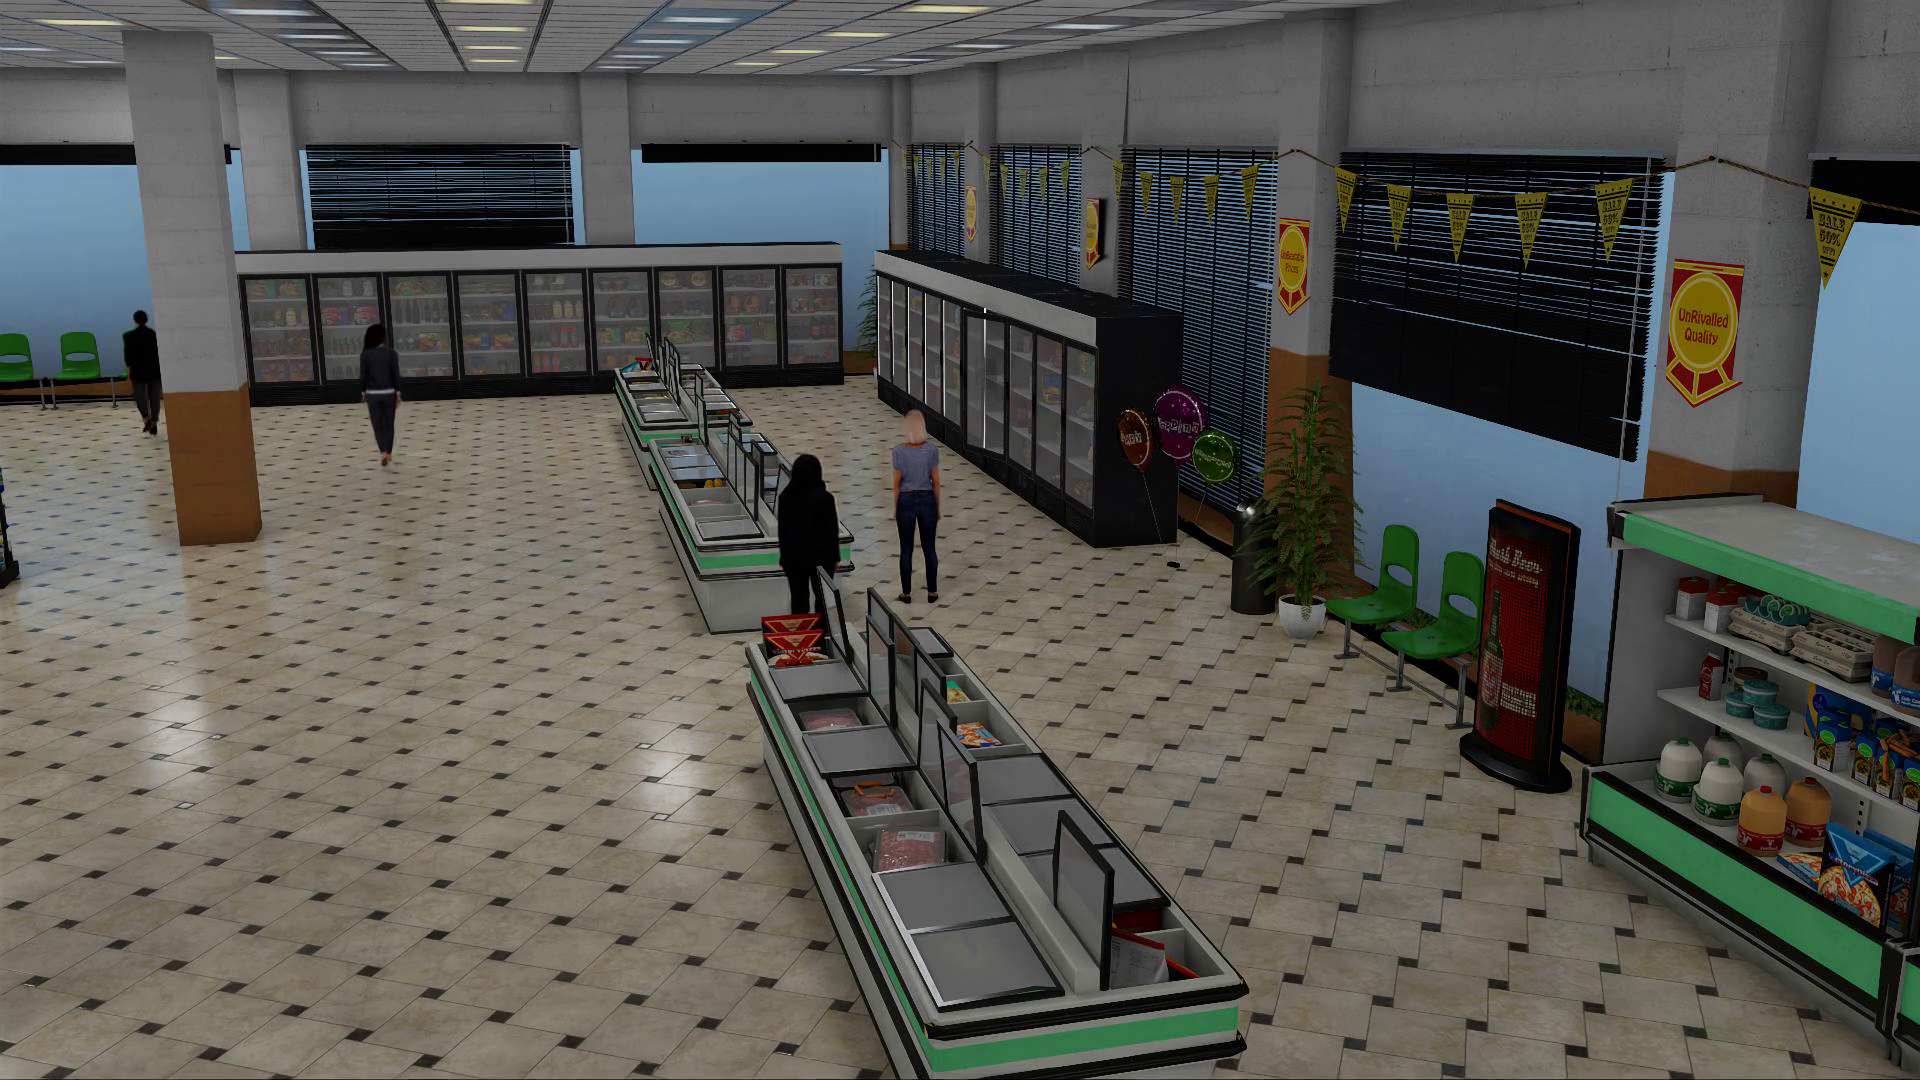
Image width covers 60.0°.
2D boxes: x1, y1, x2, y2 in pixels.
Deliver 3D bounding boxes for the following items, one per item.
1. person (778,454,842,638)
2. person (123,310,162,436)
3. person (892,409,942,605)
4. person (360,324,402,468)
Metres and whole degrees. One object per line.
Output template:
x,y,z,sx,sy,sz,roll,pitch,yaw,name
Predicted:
-1.195,0.127,13.038,0.755,1.616,0.771,2,14,8,person
-11.091,-2.267,22.717,0.751,1.706,0.755,-10,17,-36,person
-0.378,-0.297,14.560,0.611,1.722,0.559,-1,14,-5,person
-7.157,-1.765,20.593,0.762,1.731,1.165,-7,15,-26,person
